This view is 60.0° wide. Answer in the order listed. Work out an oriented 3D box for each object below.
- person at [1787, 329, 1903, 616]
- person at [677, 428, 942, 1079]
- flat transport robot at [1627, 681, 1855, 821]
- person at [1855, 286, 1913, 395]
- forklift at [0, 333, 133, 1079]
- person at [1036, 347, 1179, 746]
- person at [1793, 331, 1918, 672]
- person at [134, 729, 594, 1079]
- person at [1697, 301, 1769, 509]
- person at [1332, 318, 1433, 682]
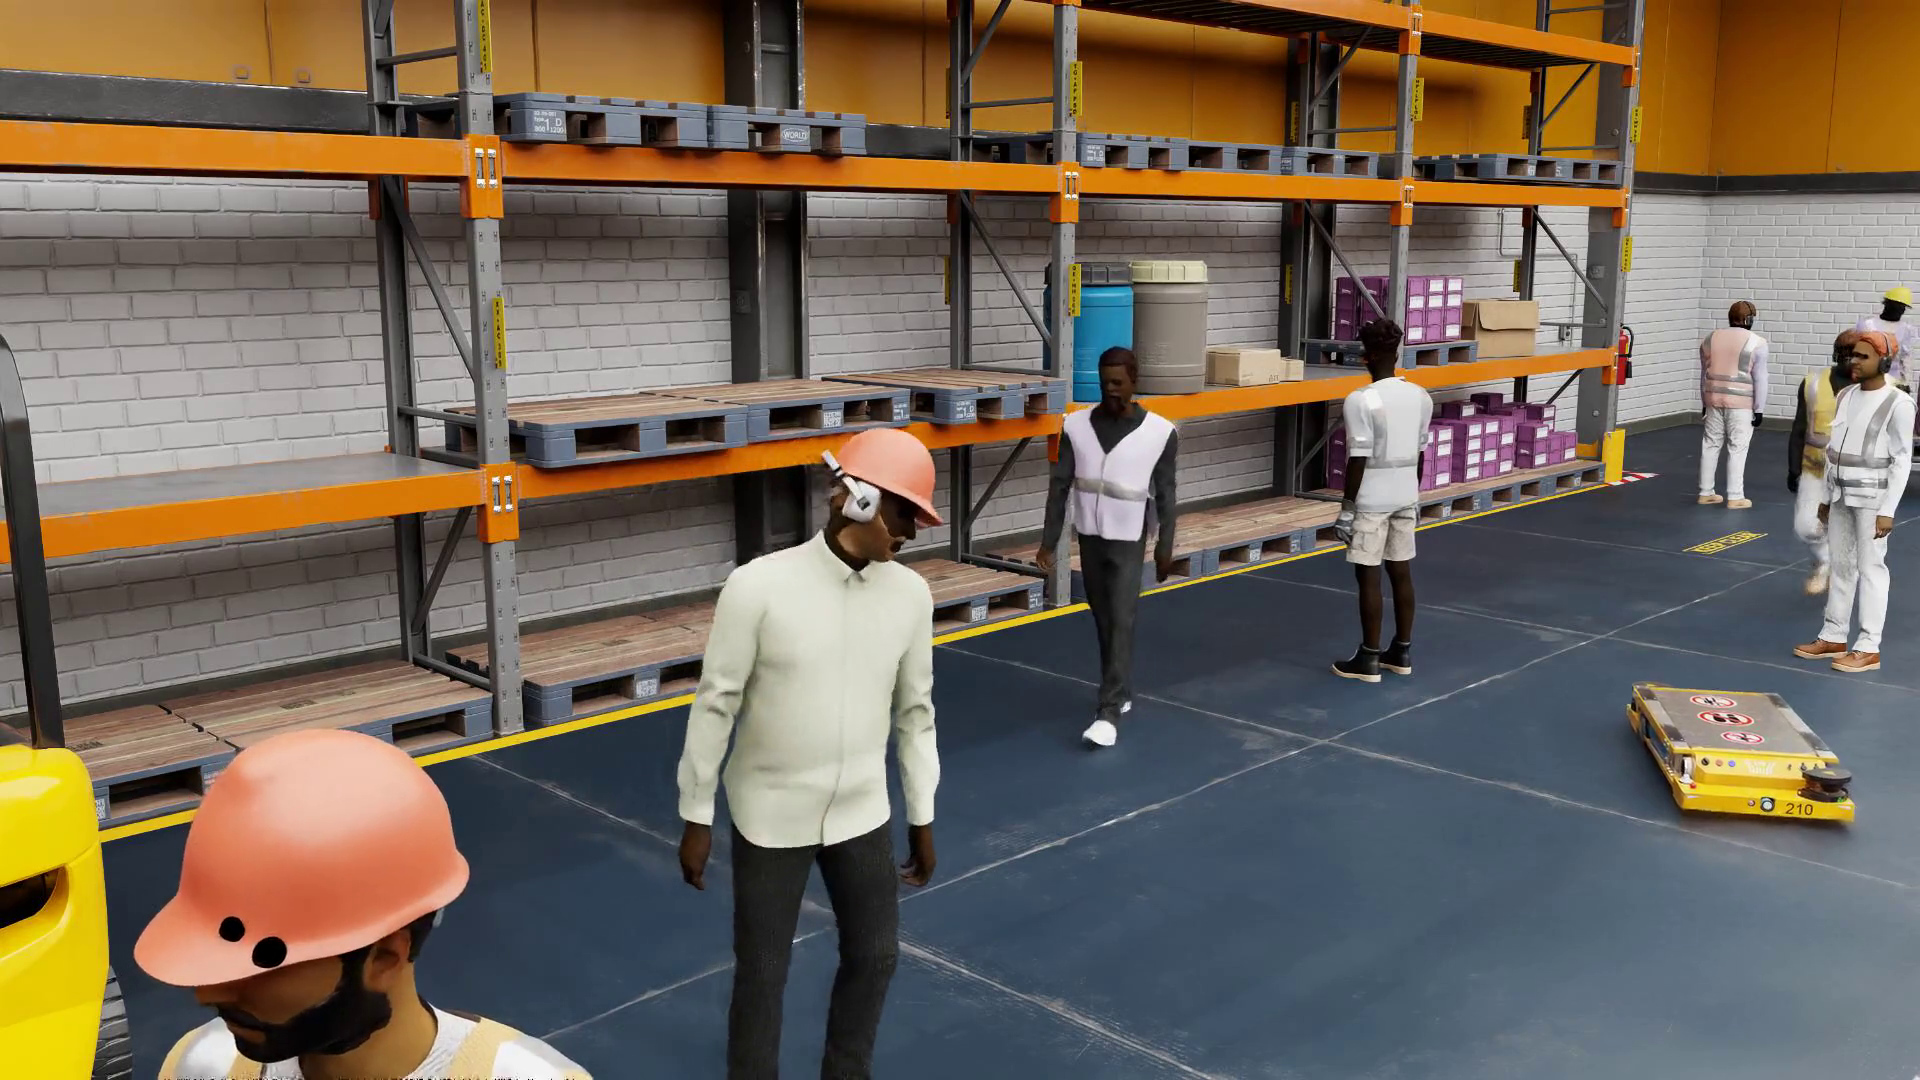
[{"bbox_3d":[5.626,-0.437,10.607,0.644,1.827,0.529,9,14,41],"label":"person"},{"bbox_3d":[-0.396,0.700,4.123,0.759,1.949,0.389,-6,12,-31],"label":"person"},{"bbox_3d":[3.463,0.916,7.479,0.652,0.197,1.431,2,11,13],"label":"flat transport robot"},{"bbox_3d":[9.464,-1.668,17.165,0.629,1.890,0.472,-1,10,-5],"label":"person"},{"bbox_3d":[-3.289,0.485,4.582,1.214,2.155,2.313,-10,14,-44],"label":"forklift"},{"bbox_3d":[0.696,0.020,7.994,0.599,1.877,0.868,6,12,30],"label":"person"},{"bbox_3d":[4.992,-0.215,9.242,0.355,1.885,0.574,-2,11,-11],"label":"person"},{"bbox_3d":[-0.608,1.128,1.787,0.547,1.934,0.376,3,11,14],"label":"person"},{"bbox_3d":[6.856,-1.196,14.752,0.431,1.836,0.618,-7,13,-35],"label":"person"},{"bbox_3d":[2.275,-0.214,9.015,0.609,1.963,0.367,-7,12,-33],"label":"person"}]
